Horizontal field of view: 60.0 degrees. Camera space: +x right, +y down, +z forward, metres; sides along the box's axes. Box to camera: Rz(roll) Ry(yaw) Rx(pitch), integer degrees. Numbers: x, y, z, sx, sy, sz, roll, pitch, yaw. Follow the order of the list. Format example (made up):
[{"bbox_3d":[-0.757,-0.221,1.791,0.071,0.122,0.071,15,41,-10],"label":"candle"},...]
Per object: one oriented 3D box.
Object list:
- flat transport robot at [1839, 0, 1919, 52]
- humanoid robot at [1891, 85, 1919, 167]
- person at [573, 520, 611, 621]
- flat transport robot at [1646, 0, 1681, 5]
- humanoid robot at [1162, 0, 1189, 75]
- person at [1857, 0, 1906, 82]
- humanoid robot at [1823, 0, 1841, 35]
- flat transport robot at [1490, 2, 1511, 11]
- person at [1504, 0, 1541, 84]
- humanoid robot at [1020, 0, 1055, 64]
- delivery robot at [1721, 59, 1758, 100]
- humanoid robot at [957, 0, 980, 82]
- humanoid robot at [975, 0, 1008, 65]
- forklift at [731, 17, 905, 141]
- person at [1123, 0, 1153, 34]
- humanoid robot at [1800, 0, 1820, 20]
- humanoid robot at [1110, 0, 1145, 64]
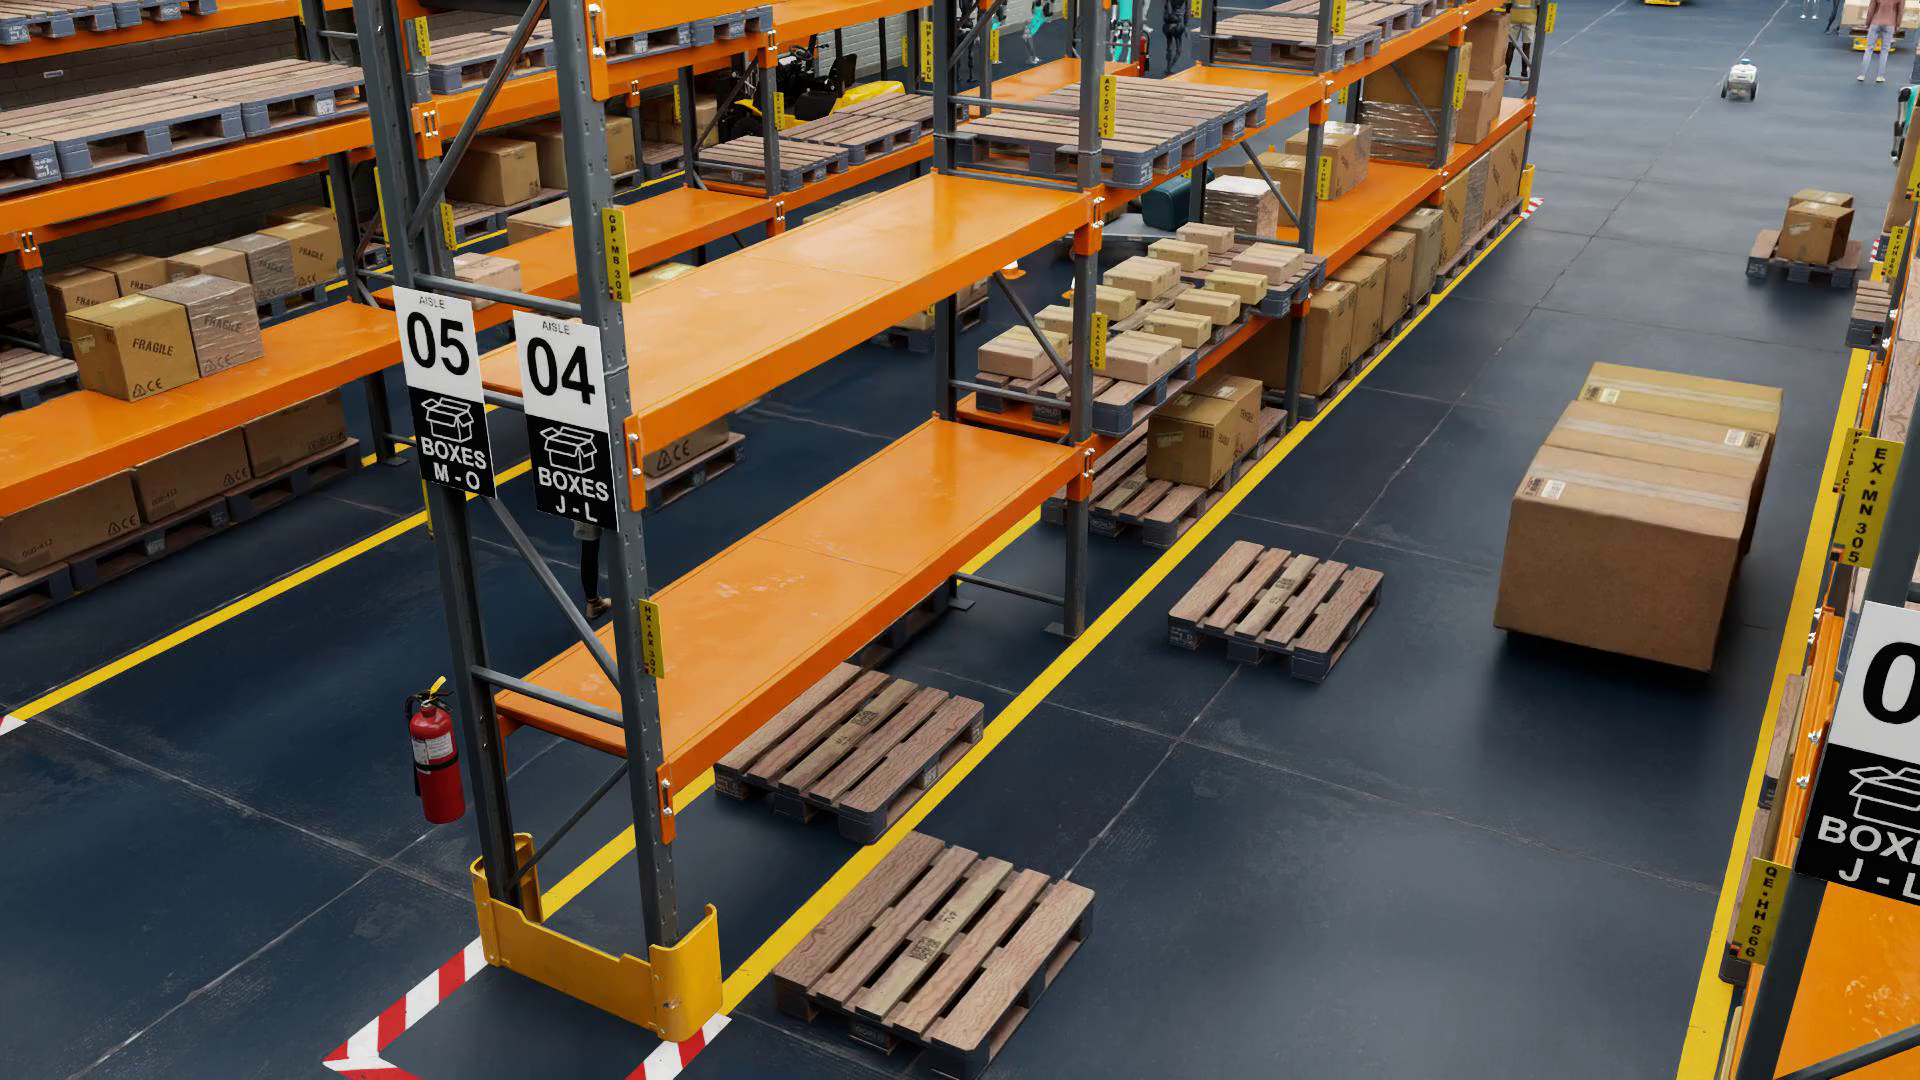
[{"bbox_3d":[16.579,-9.052,30.152,0.659,0.231,1.431,12,28,23],"label":"flat transport robot"},{"bbox_3d":[10.748,-4.276,18.592,0.535,1.808,0.817,1,26,2],"label":"humanoid robot"},{"bbox_3d":[-2.196,-0.257,10.225,0.536,1.699,0.318,14,29,26],"label":"person"},{"bbox_3d":[15.005,-11.556,35.355,0.659,0.231,1.431,12,28,23],"label":"flat transport robot"},{"bbox_3d":[3.505,-8.504,27.398,0.475,1.645,0.606,-16,30,-30],"label":"humanoid robot"},{"bbox_3d":[14.916,-8.313,26.889,0.526,1.768,0.311,14,29,26],"label":"person"},{"bbox_3d":[16.585,-10.322,31.185,0.594,1.639,0.376,0,26,-1],"label":"humanoid robot"},{"bbox_3d":[11.143,-11.158,34.527,0.659,0.231,1.431,12,28,23],"label":"flat transport robot"},{"bbox_3d":[9.059,-8.358,26.755,0.607,1.965,0.366,14,29,26],"label":"person"},{"bbox_3d":[1.291,-8.990,28.376,0.785,1.825,0.559,-17,30,-31],"label":"humanoid robot"},{"bbox_3d":[12.205,-7.187,25.937,0.525,0.587,0.756,12,28,23],"label":"delivery robot"},{"bbox_3d":[0.080,-8.290,26.927,0.599,1.657,0.315,14,29,26],"label":"humanoid robot"},{"bbox_3d":[0.458,-8.788,27.756,0.533,1.677,0.735,14,29,26],"label":"humanoid robot"},{"bbox_3d":[-1.819,-5.975,21.543,2.313,2.155,1.214,14,29,26],"label":"forklift"},{"bbox_3d":[3.421,-10.480,31.245,0.707,1.887,0.605,3,26,6],"label":"person"},{"bbox_3d":[16.638,-10.977,32.301,0.533,1.681,0.735,14,29,26],"label":"humanoid robot"},{"bbox_3d":[2.479,-7.516,25.338,0.545,1.824,0.823,8,27,17],"label":"humanoid robot"}]
